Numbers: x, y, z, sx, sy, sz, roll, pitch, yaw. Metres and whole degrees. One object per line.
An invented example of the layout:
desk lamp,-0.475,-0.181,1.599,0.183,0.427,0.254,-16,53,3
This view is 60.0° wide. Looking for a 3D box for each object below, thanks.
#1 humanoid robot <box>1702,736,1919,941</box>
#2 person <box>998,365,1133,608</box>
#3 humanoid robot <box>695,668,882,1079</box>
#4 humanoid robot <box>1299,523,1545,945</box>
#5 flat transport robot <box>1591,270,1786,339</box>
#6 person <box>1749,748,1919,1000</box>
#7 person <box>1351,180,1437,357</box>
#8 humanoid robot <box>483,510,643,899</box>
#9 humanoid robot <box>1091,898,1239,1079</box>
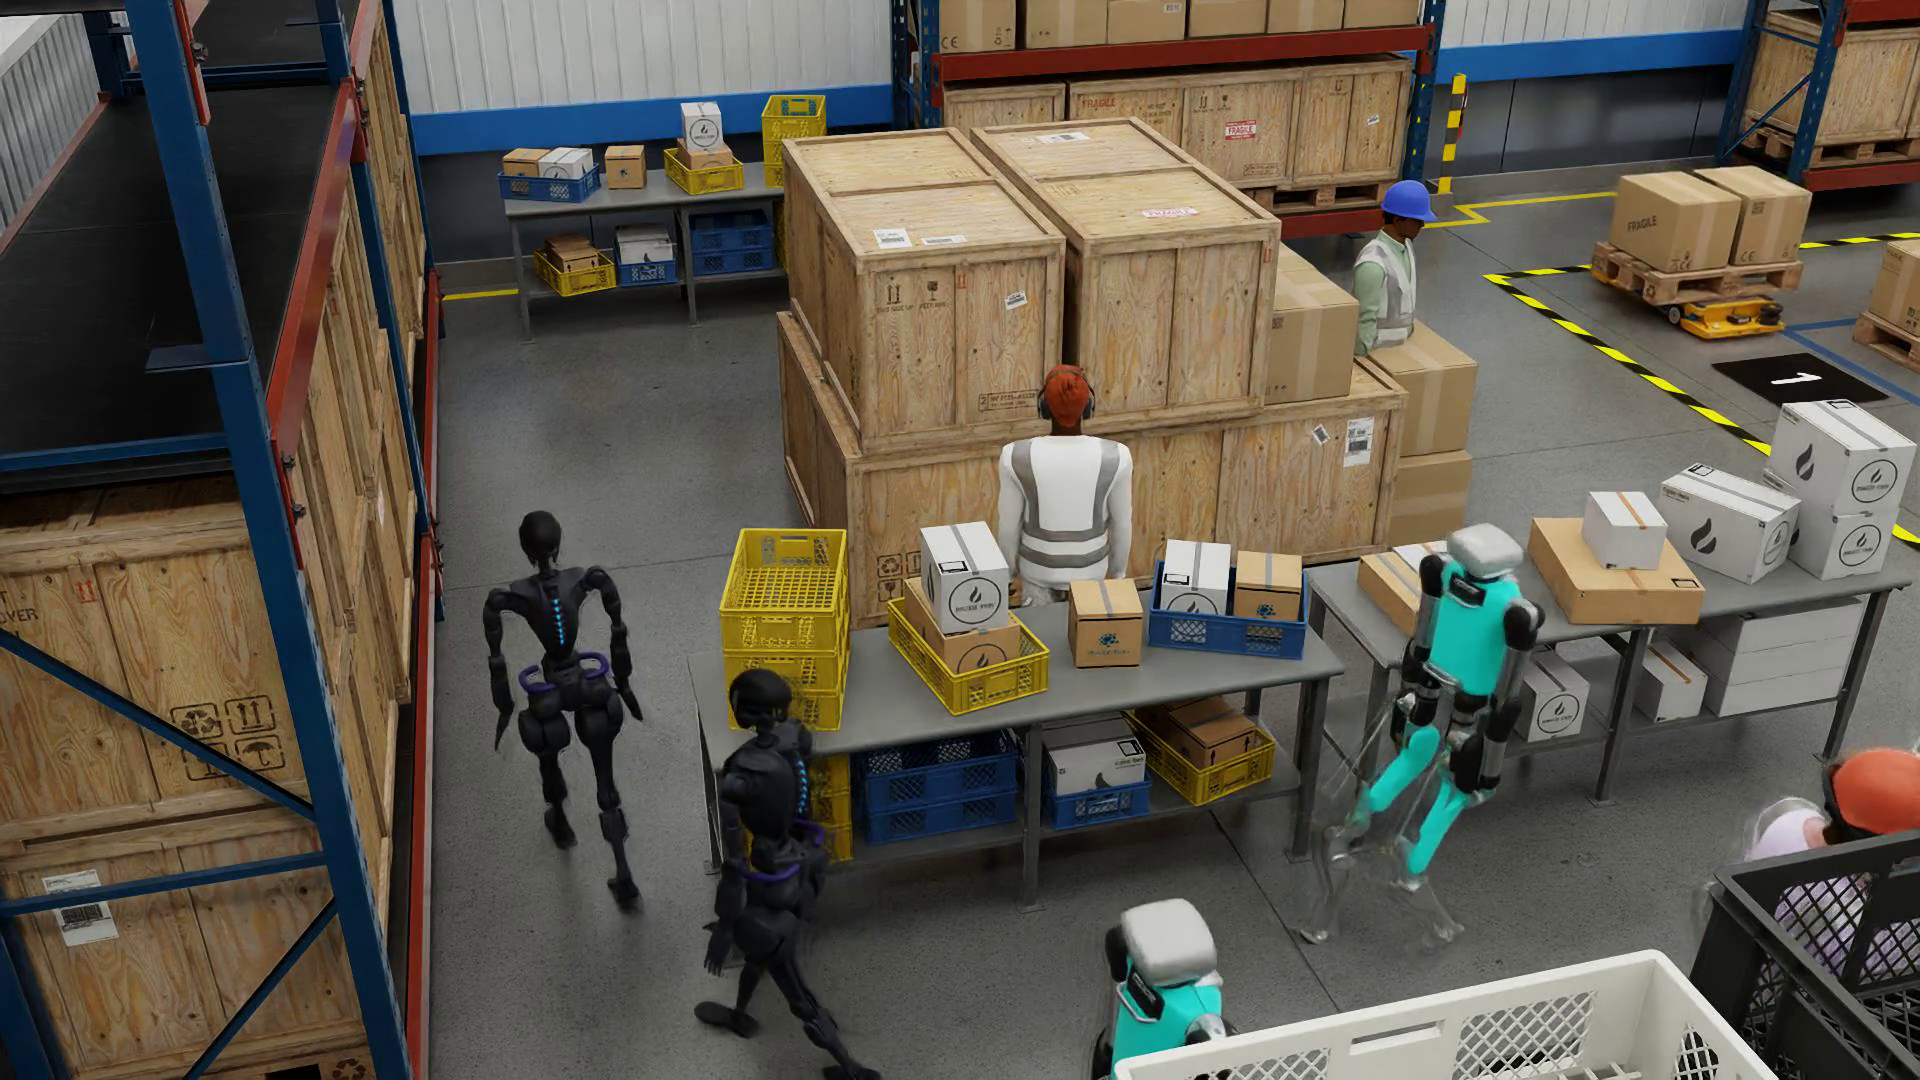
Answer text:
humanoid robot,2.813,1.137,5.572,1.008,1.769,0.531,24,37,36
person,0.449,0.124,7.217,0.574,1.884,0.356,0,29,0
humanoid robot,-0.634,1.165,5.604,0.793,1.629,0.604,12,31,20
humanoid robot,1.620,0.844,6.149,0.842,1.828,0.530,-15,32,-25
flat transport robot,5.452,-1.875,12.491,0.652,0.197,1.431,-7,30,-13
person,2.330,1.386,4.785,0.508,2.019,0.680,4,29,6
person,2.354,-1.069,9.330,0.412,1.939,0.602,17,33,28
humanoid robot,-1.540,0.644,6.542,0.589,1.630,0.780,-14,32,-23
humanoid robot,0.325,1.761,4.439,1.061,1.744,0.562,-12,31,-20
